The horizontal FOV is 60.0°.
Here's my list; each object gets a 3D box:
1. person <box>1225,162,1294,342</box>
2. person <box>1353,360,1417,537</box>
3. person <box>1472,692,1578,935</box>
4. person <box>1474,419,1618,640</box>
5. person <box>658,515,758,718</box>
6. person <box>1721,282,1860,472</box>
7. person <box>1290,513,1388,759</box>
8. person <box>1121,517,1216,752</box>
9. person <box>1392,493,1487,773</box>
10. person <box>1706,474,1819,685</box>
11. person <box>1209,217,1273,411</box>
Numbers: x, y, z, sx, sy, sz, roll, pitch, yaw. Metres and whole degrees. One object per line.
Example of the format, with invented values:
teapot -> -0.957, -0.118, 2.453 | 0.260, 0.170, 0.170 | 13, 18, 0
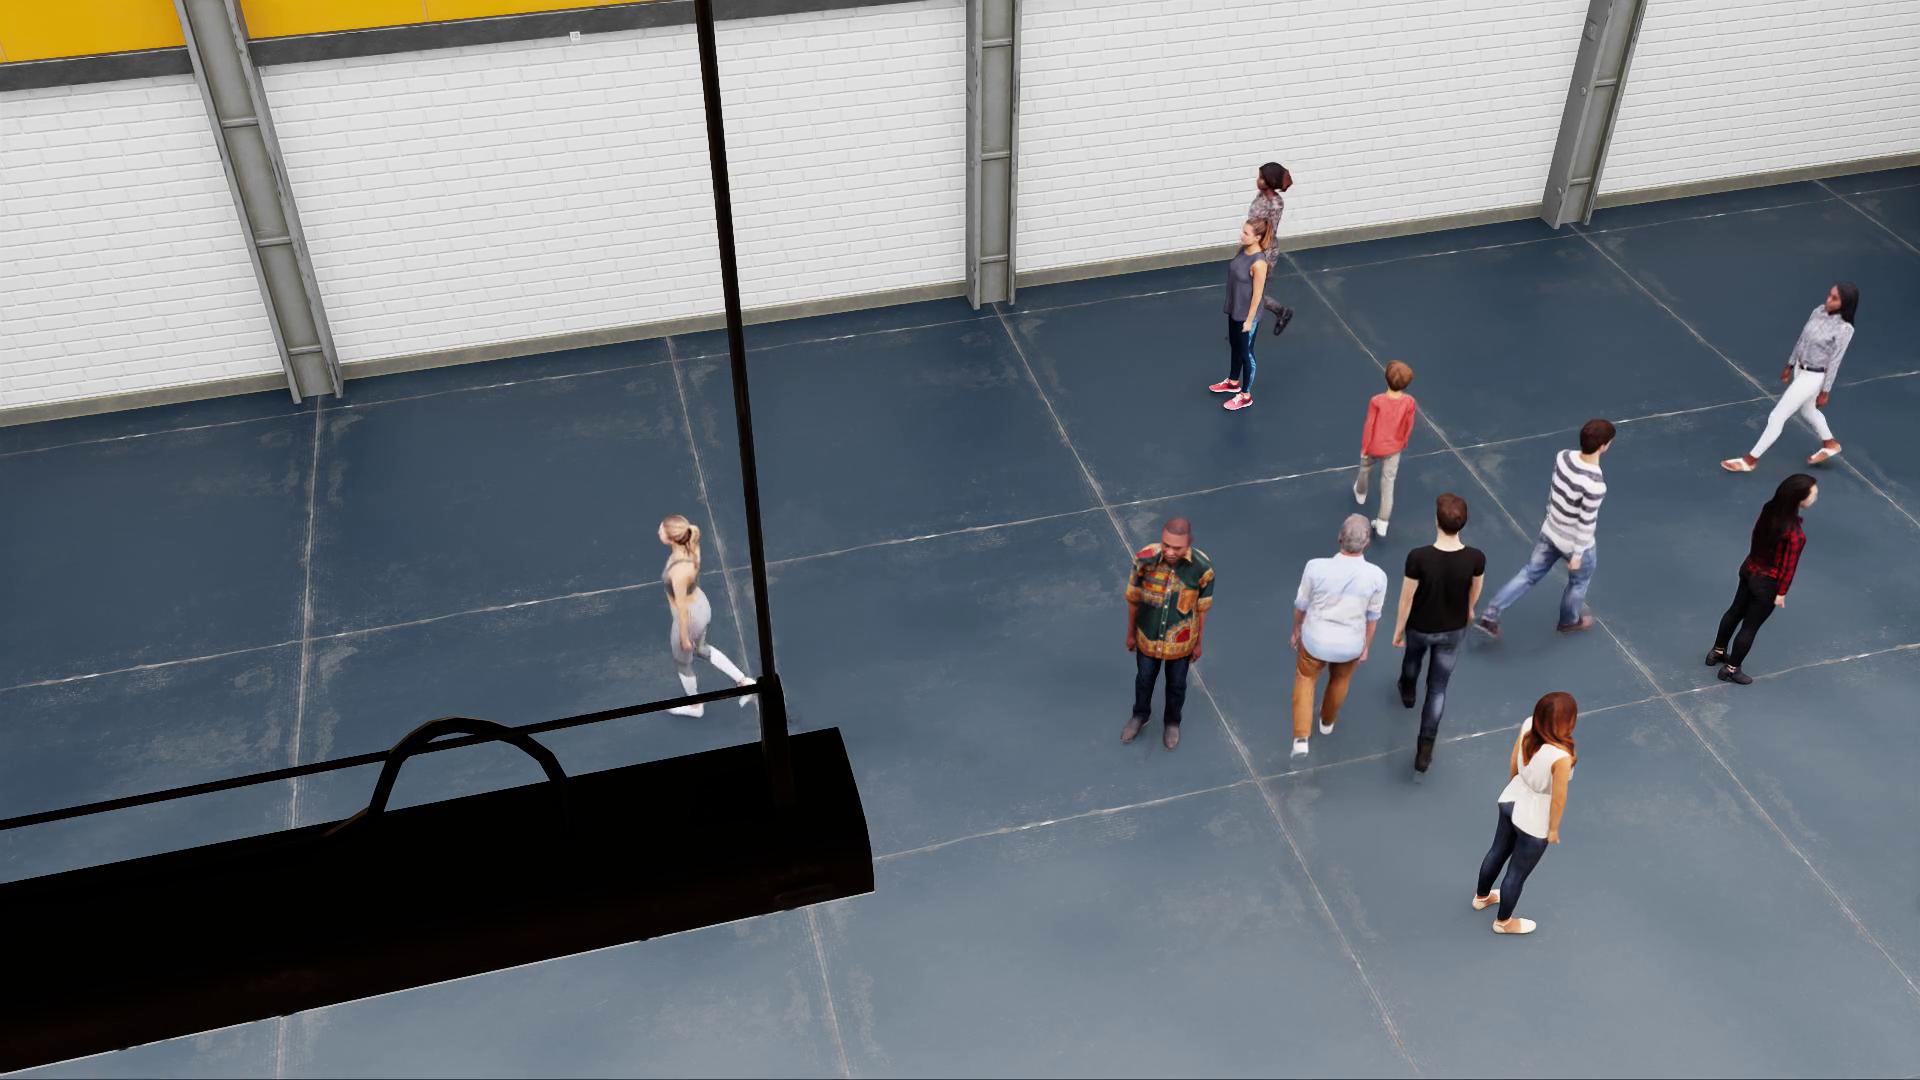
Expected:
person -> 2.676, -2.461, 14.402 | 0.813, 1.708, 0.599 | -8, 39, -9
person -> 3.183, -0.669, 12.414 | 0.929, 1.388, 0.768 | 1, 39, 1
person -> 3.179, 1.528, 9.345 | 0.516, 1.784, 0.592 | -10, 40, -13
person -> 4.008, -0.001, 11.238 | 1.183, 1.812, 0.713 | -13, 40, -15
person -> -1.649, 0.516, 10.689 | 0.976, 1.690, 0.801 | 6, 39, 8
person -> 6.656, -1.233, 12.884 | 1.249, 1.683, 0.797 | -1, 39, -2
person -> 2.341, 0.646, 10.428 | 1.047, 1.811, 1.013 | 8, 39, 10
person -> 1.312, 0.572, 10.525 | 0.781, 1.806, 0.880 | 10, 40, 12
person -> 2.994, 0.614, 10.433 | 1.277, 1.855, 1.122 | 8, 39, 10
person -> 5.324, 0.252, 11.048 | 0.555, 1.654, 0.617 | -4, 39, -5
person -> 2.338, -1.882, 13.666 | 0.519, 1.721, 0.551 | -10, 40, -12
